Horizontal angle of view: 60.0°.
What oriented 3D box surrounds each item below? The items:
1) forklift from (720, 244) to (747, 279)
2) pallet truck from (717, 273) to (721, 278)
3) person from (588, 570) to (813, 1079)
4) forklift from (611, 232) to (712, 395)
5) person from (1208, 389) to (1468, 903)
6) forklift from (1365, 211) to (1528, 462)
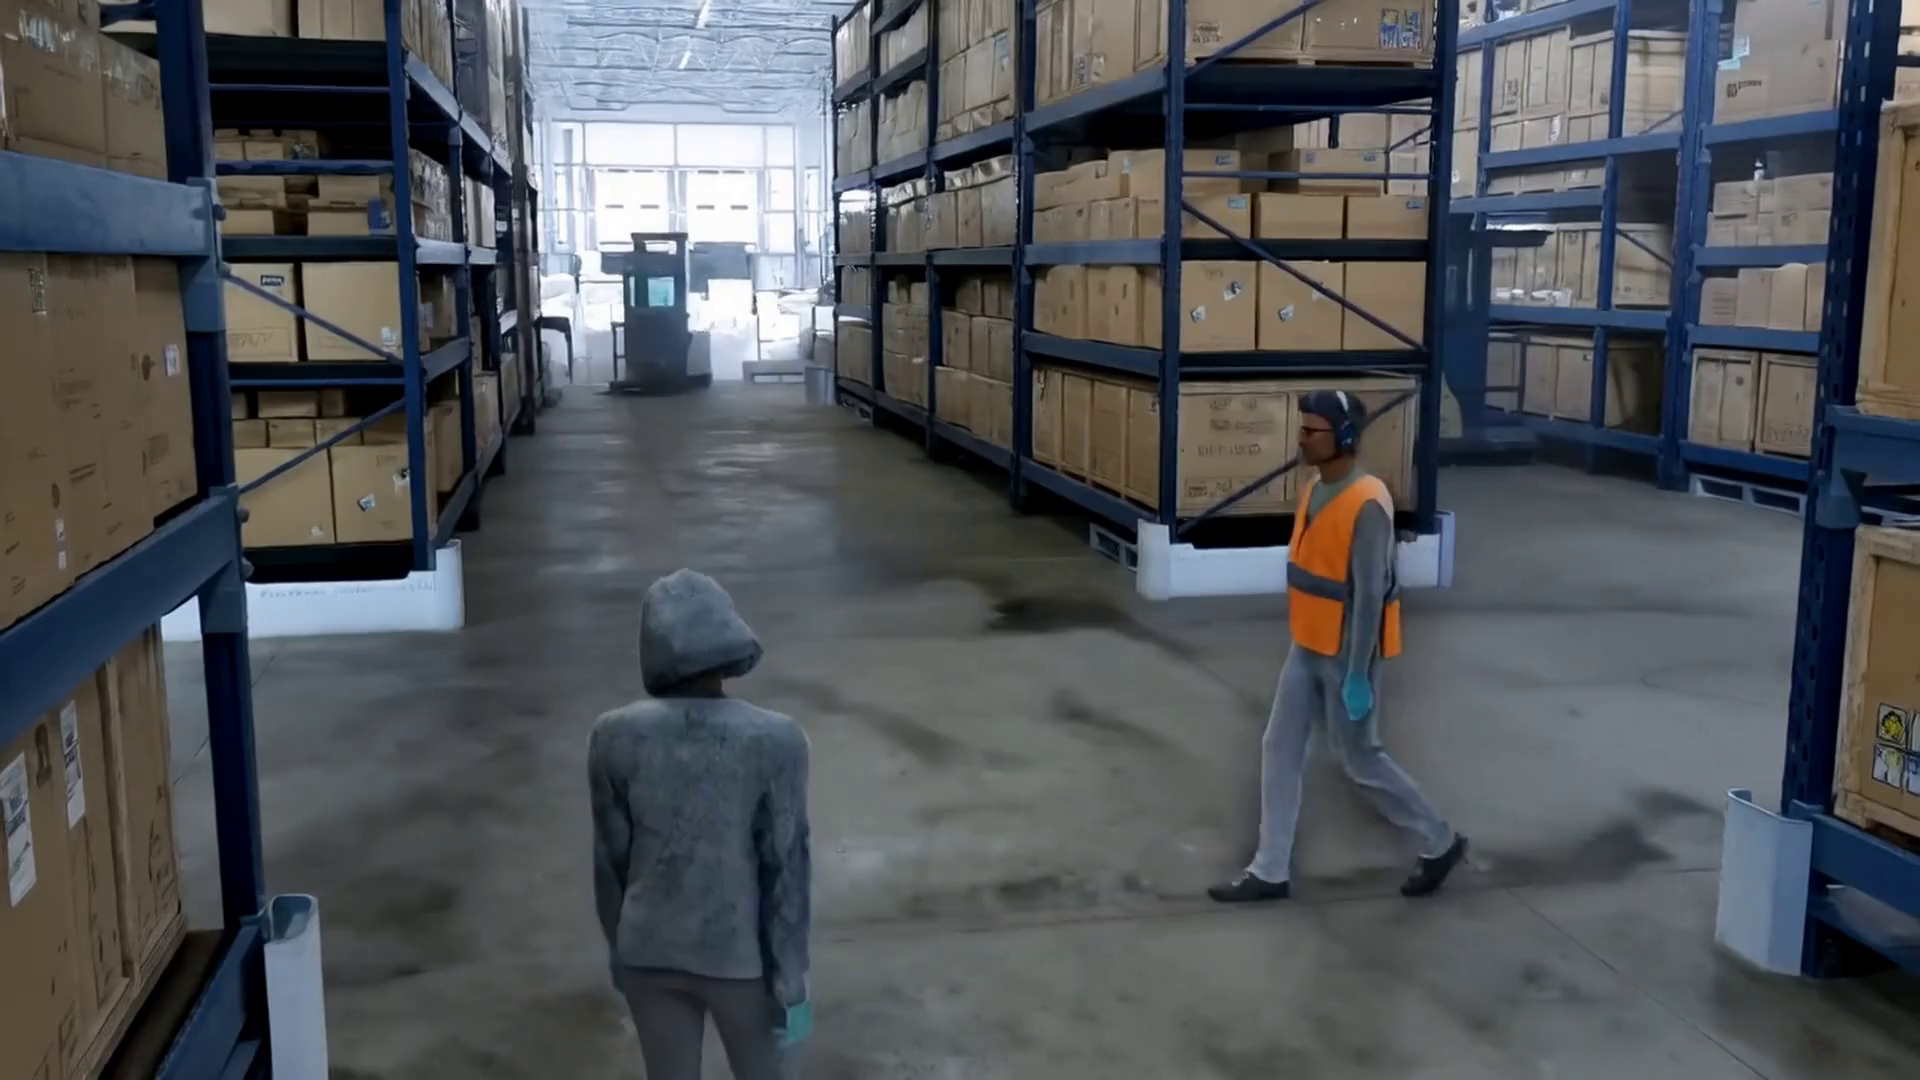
[{"bbox_3d":[-6.140,-6.632,45.249,1.873,2.768,1.129,-7,12,-37],"label":"forklift"},{"bbox_3d":[-8.580,-8.986,62.280,1.885,1.965,0.823,1,9,5],"label":"pallet truck"},{"bbox_3d":[-0.536,0.865,3.399,0.518,1.605,0.438,2,10,15],"label":"person"},{"bbox_3d":[-5.243,-4.010,29.268,1.129,2.768,1.873,3,10,16],"label":"forklift"},{"bbox_3d":[1.348,0.381,5.750,0.874,1.813,0.579,-2,10,-12],"label":"person"},{"bbox_3d":[5.369,-2.304,18.867,1.873,2.768,1.129,-2,10,-12],"label":"forklift"}]
